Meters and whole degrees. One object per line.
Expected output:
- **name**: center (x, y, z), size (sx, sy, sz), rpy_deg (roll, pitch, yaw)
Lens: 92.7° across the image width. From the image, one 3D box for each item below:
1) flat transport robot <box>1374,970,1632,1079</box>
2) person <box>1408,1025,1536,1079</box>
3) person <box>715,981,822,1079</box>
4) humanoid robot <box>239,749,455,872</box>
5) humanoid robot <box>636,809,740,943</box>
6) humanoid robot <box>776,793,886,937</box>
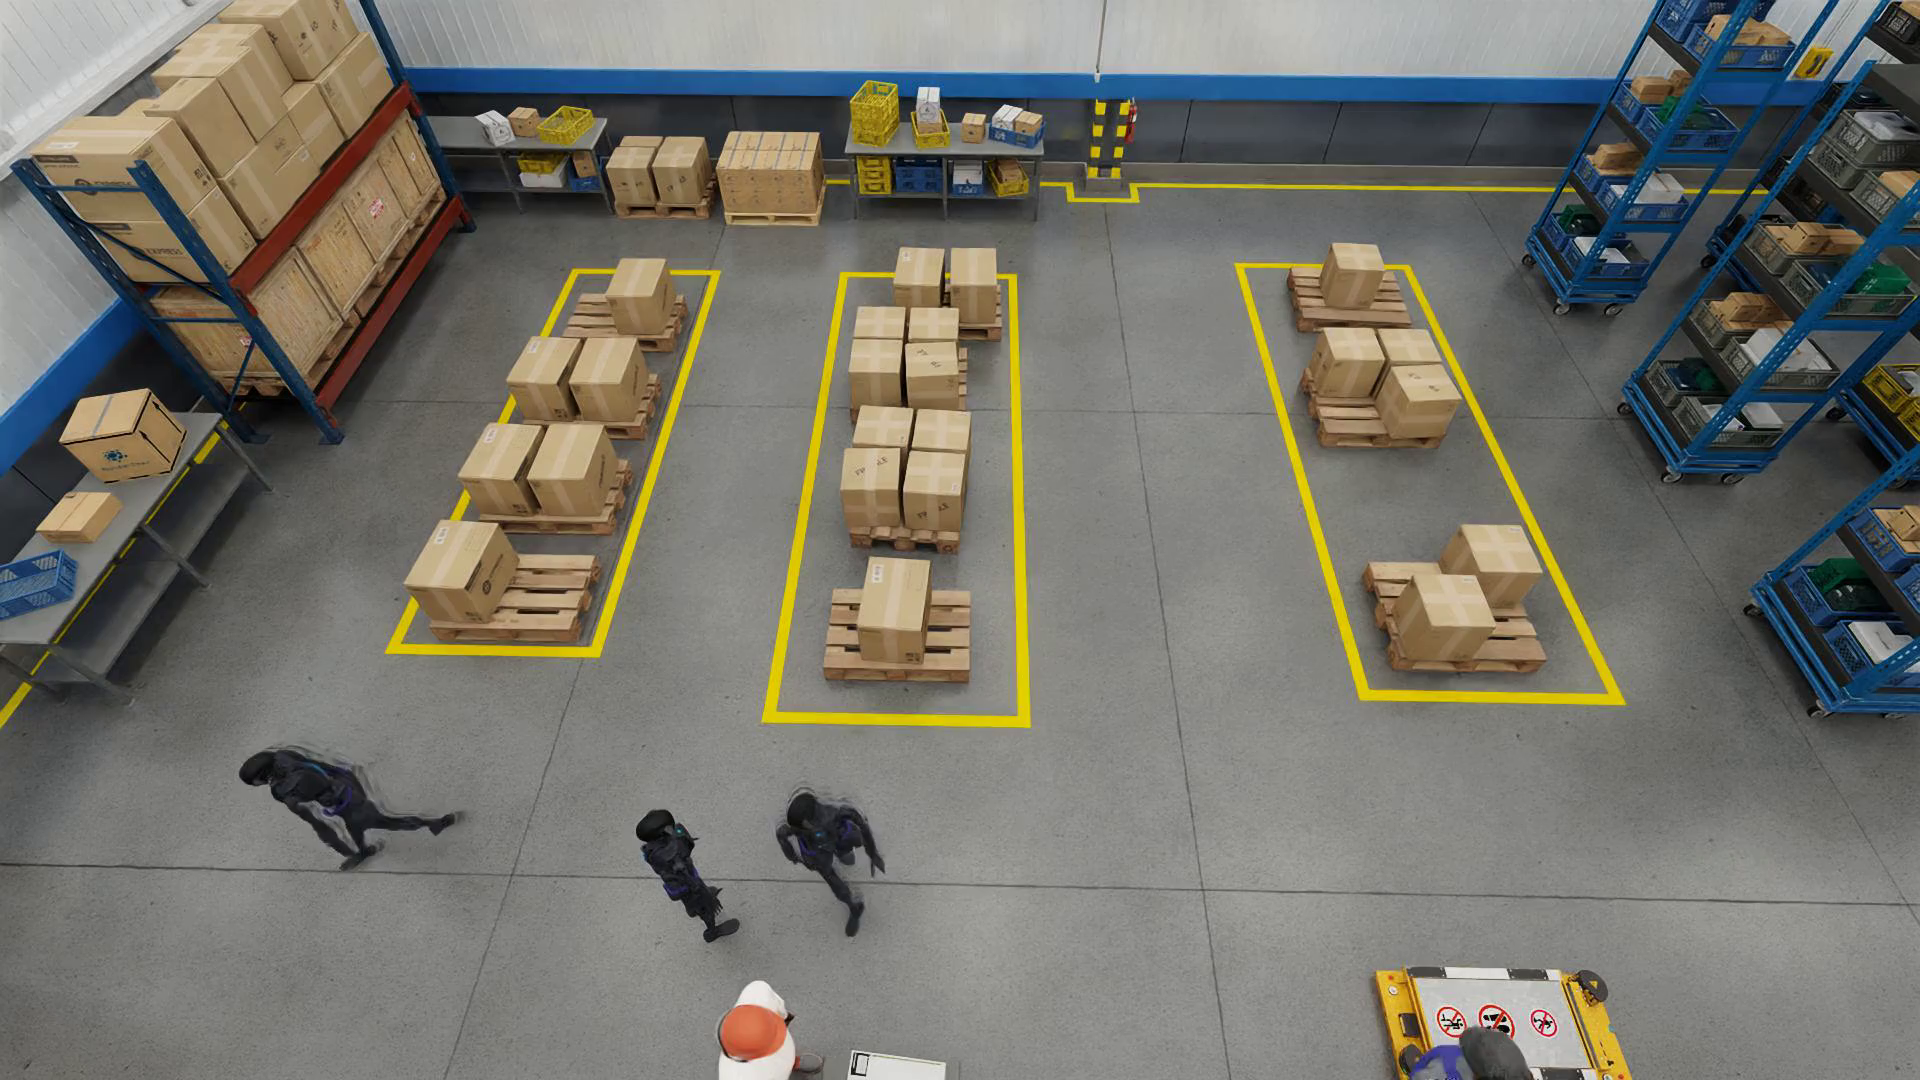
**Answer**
- **flat transport robot**: center (3.501, 3.133, 5.914), size (1.431, 0.197, 0.652), rpy_deg (1, 51, 1)
- **person**: center (2.603, 3.055, 4.853), size (0.729, 2.000, 0.629), rpy_deg (8, 51, 6)
- **person**: center (-1.035, 2.879, 5.035), size (0.406, 1.986, 0.616), rpy_deg (3, 51, 3)
- **humanoid robot**: center (-4.136, 1.740, 6.204), size (0.776, 1.641, 0.640), rpy_deg (-33, 58, -24)
- **humanoid robot**: center (-1.739, 2.112, 5.845), size (0.328, 1.659, 0.588), rpy_deg (-32, 58, -23)
- **humanoid robot**: center (-0.851, 1.989, 5.992), size (0.591, 1.617, 0.734), rpy_deg (-22, 54, -17)
